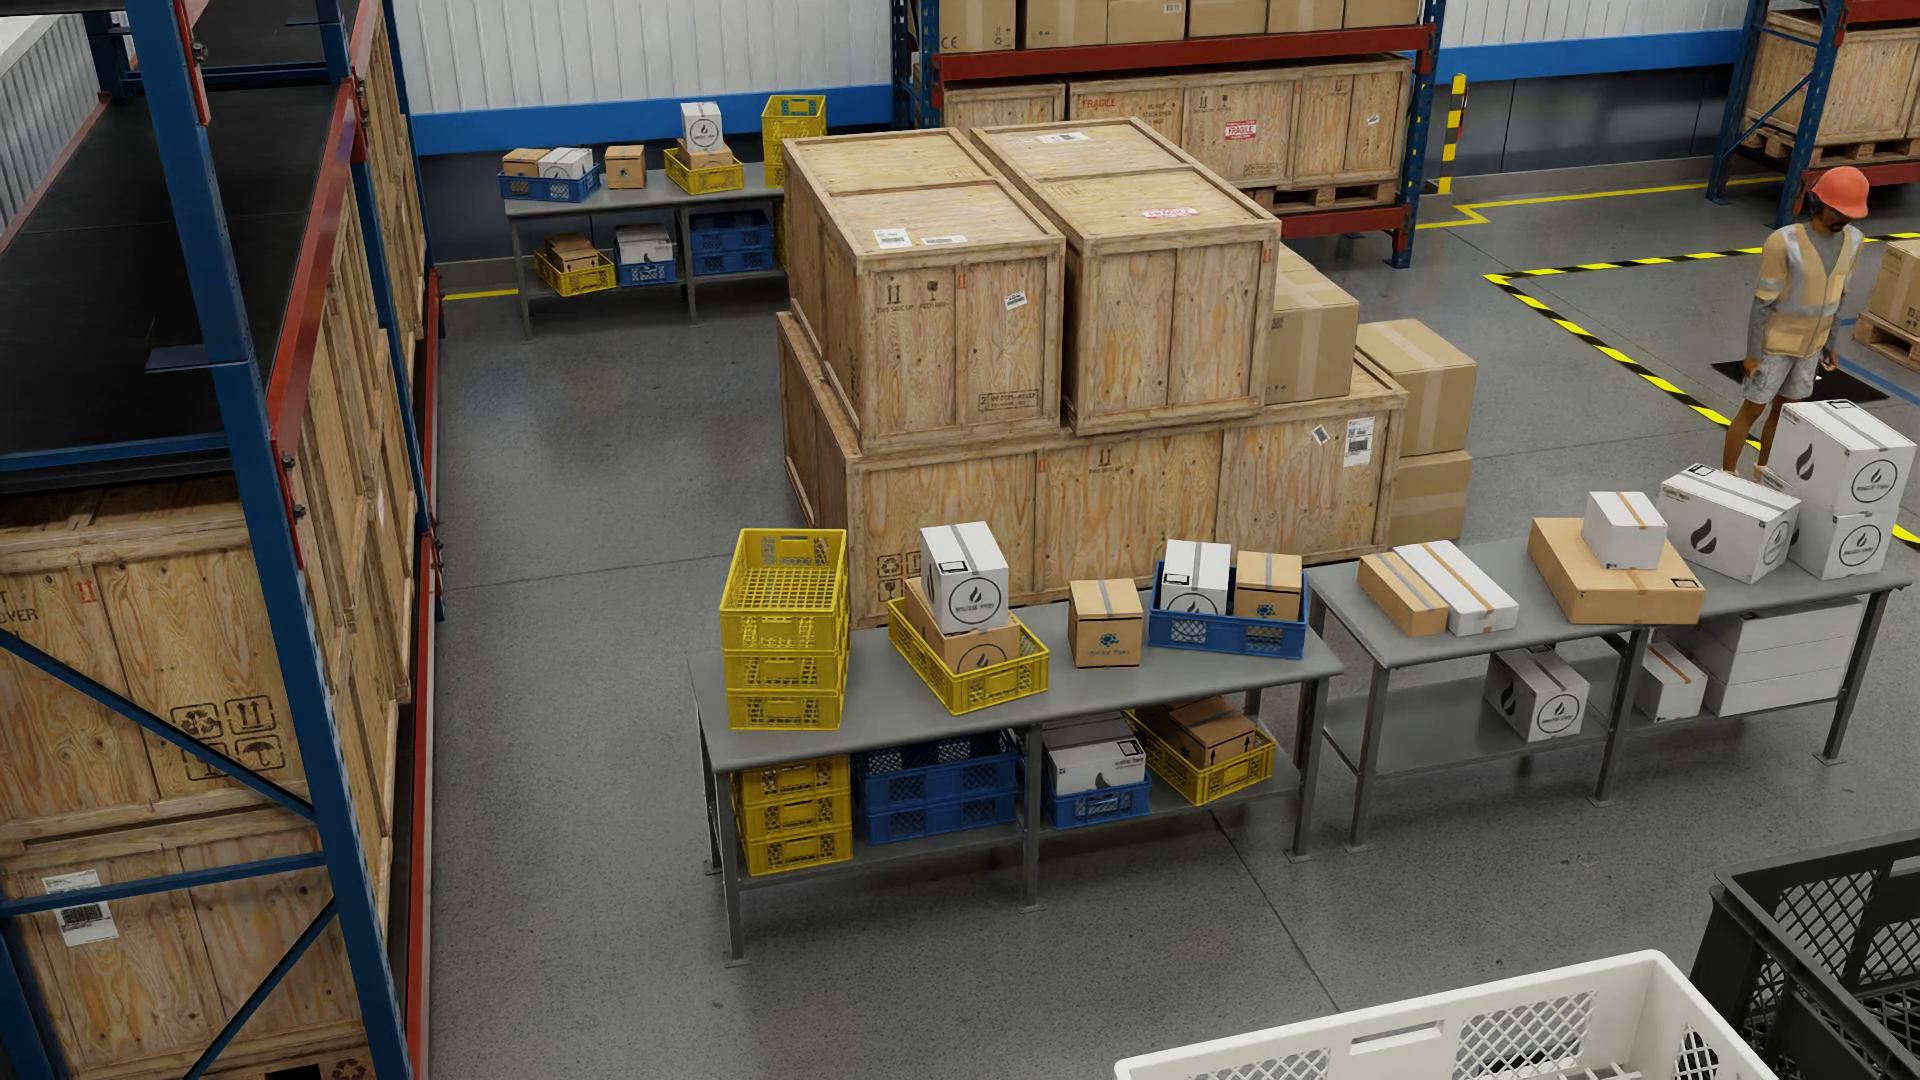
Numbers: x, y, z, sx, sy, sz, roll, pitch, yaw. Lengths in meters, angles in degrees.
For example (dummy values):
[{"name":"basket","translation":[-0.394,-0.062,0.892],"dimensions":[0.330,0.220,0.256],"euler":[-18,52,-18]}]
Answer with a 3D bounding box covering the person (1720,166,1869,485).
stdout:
[{"name":"person","translation":[4.655,-1.091,9.269],"dimensions":[0.604,2.035,0.391],"euler":[-7,30,-13]}]
